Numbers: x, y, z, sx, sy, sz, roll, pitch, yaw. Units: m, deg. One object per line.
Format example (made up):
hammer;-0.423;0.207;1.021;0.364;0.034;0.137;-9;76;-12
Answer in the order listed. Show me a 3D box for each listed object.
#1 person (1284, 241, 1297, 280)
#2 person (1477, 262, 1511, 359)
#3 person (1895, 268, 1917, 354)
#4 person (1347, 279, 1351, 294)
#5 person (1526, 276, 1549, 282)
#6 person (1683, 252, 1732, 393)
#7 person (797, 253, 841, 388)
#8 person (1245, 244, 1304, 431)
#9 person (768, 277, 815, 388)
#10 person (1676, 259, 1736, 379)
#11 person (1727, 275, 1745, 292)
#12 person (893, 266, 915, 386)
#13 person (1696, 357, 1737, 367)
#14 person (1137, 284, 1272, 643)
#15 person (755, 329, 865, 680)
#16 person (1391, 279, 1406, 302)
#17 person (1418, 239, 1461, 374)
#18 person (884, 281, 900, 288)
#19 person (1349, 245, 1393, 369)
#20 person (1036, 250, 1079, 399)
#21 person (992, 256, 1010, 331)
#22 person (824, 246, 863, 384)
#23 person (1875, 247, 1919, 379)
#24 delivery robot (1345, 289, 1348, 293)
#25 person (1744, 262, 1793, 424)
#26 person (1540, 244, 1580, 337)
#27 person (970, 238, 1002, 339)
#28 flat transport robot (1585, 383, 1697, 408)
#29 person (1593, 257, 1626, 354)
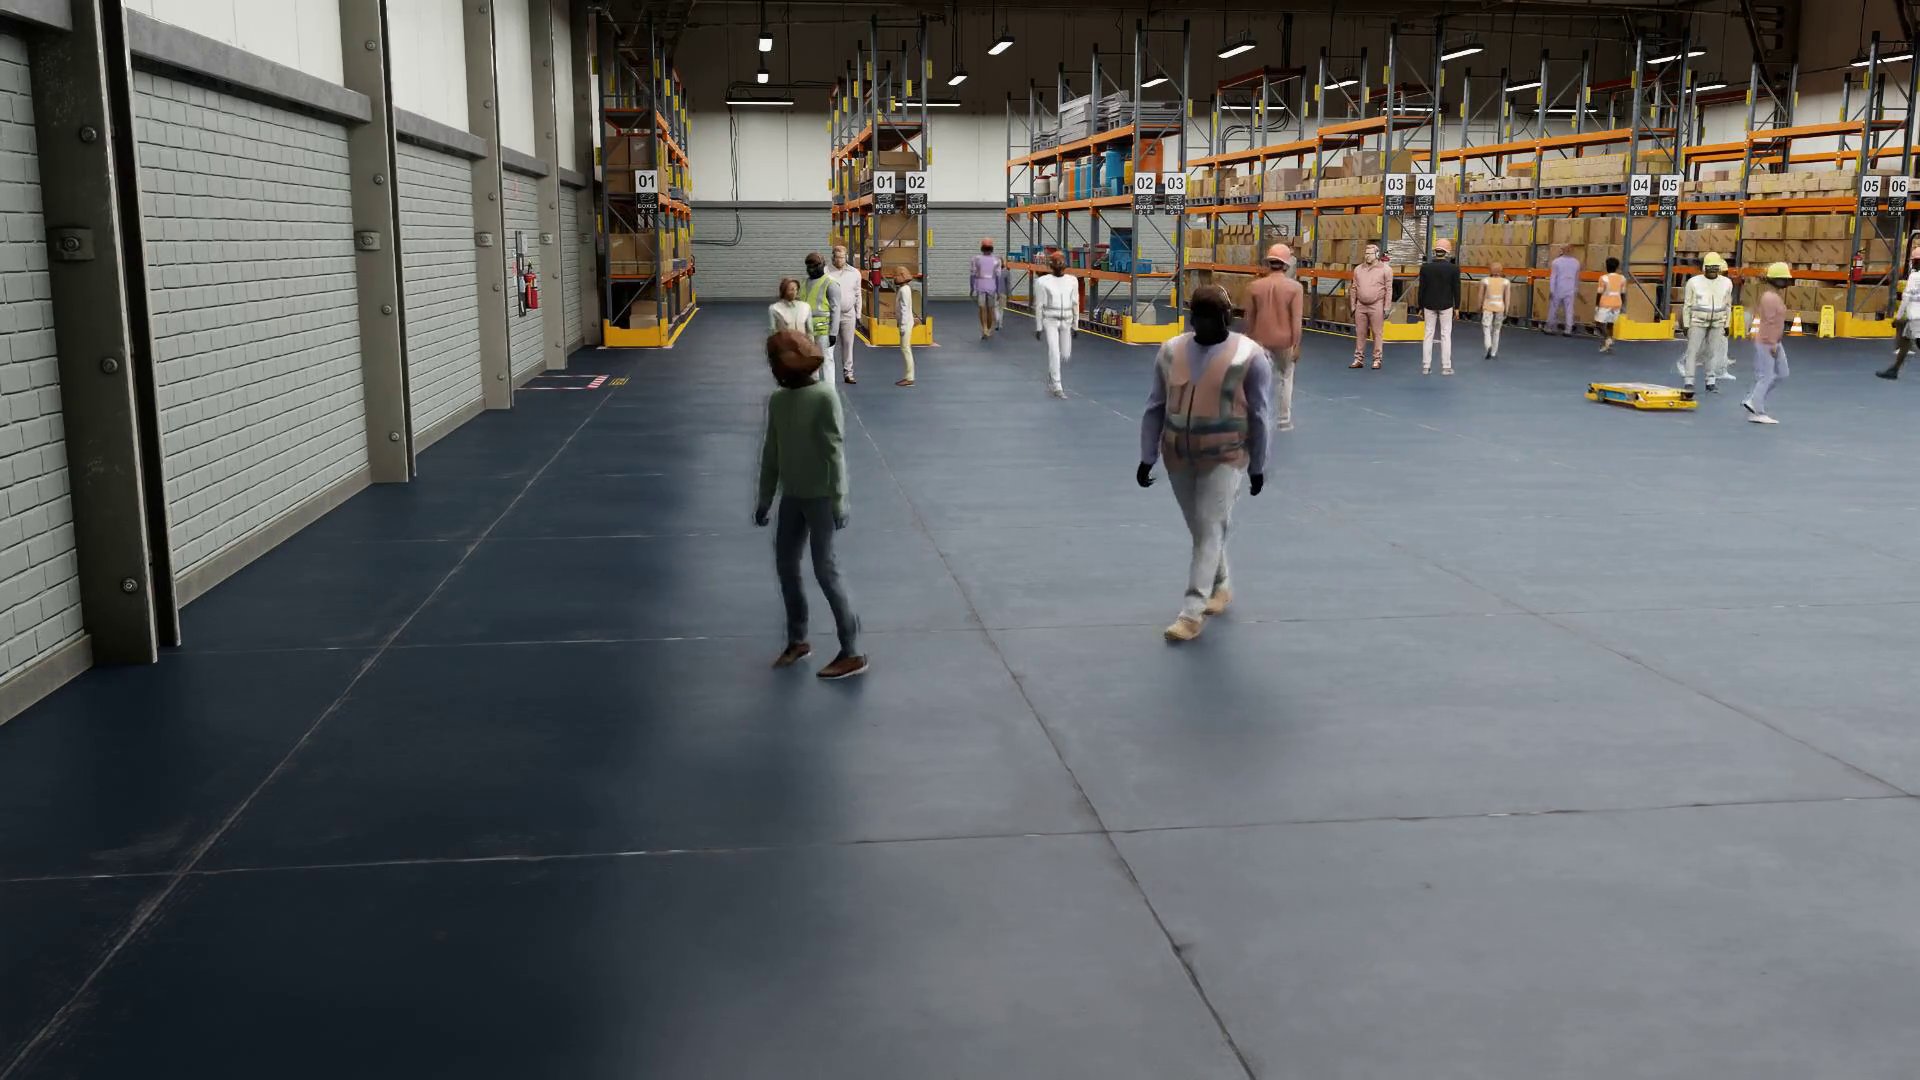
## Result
person;7.055;-5.489;36.008;0.623;1.932;0.370;-7;13;-35
person;8.929;-3.842;27.810;0.513;1.614;0.742;1;10;7
person;16.690;-4.143;28.723;0.851;1.884;0.593;7;13;34
person;11.828;-7.805;49.590;0.817;1.601;0.523;-3;11;-15
person;14.362;-6.448;41.313;0.573;1.893;0.925;2;10;8
person;9.742;-2.831;21.684;0.600;1.829;0.404;1;10;8
person;-1.678;-2.420;19.408;0.633;1.841;0.429;9;13;39
person;3.209;-2.064;17.136;0.622;1.966;0.929;6;12;30
person;-1.794;-1.950;17.441;0.524;1.621;0.628;-6;12;-32
person;10.785;-3.180;23.930;0.493;1.712;0.815;-7;13;-35
person;20.920;-7.108;44.904;0.585;1.919;0.391;-2;10;-8
person;-0.769;-2.912;22.708;0.301;1.625;0.507;0;10;-1
person;11.730;-3.501;25.809;0.549;1.664;0.786;-8;13;-37
person;1.275;-0.426;8.643;0.629;1.801;0.986;7;12;33
person;-0.706;-0.174;7.750;0.311;1.602;0.570;-10;14;-43
person;10.393;-6.143;39.833;0.549;1.830;0.636;2;11;10
person;7.088;-3.446;24.609;0.614;1.993;0.395;5;12;27
person;-1.880;-7.488;46.904;0.650;1.944;0.486;-2;11;-12
person;6.295;-3.575;25.560;0.648;1.907;0.401;8;13;36
person;1.212;-2.733;21.083;0.584;1.861;0.759;-3;11;-18
person;0.844;-5.291;35.782;0.503;1.614;0.673;-2;11;-13
person;-1.653;-3.098;22.971;0.641;1.901;0.401;-3;11;-16
person;13.480;-3.166;23.378;0.560;1.897;0.986;-8;13;-36
delivery robot;11.703;-7.373;49.829;0.477;0.478;0.707;-7;13;-36
person;8.829;-2.128;18.053;0.363;1.755;0.530;8;13;38
person;12.317;-5.112;34.098;0.677;1.857;0.964;-2;10;-8
person;0.528;-5.000;33.146;0.612;2.001;1.037;-1;10;-6
flat transport robot;8.205;-1.757;20.074;0.652;0.197;1.431;-1;11;-7
person;11.228;-4.043;28.725;0.546;1.687;0.578;-2;11;-12
